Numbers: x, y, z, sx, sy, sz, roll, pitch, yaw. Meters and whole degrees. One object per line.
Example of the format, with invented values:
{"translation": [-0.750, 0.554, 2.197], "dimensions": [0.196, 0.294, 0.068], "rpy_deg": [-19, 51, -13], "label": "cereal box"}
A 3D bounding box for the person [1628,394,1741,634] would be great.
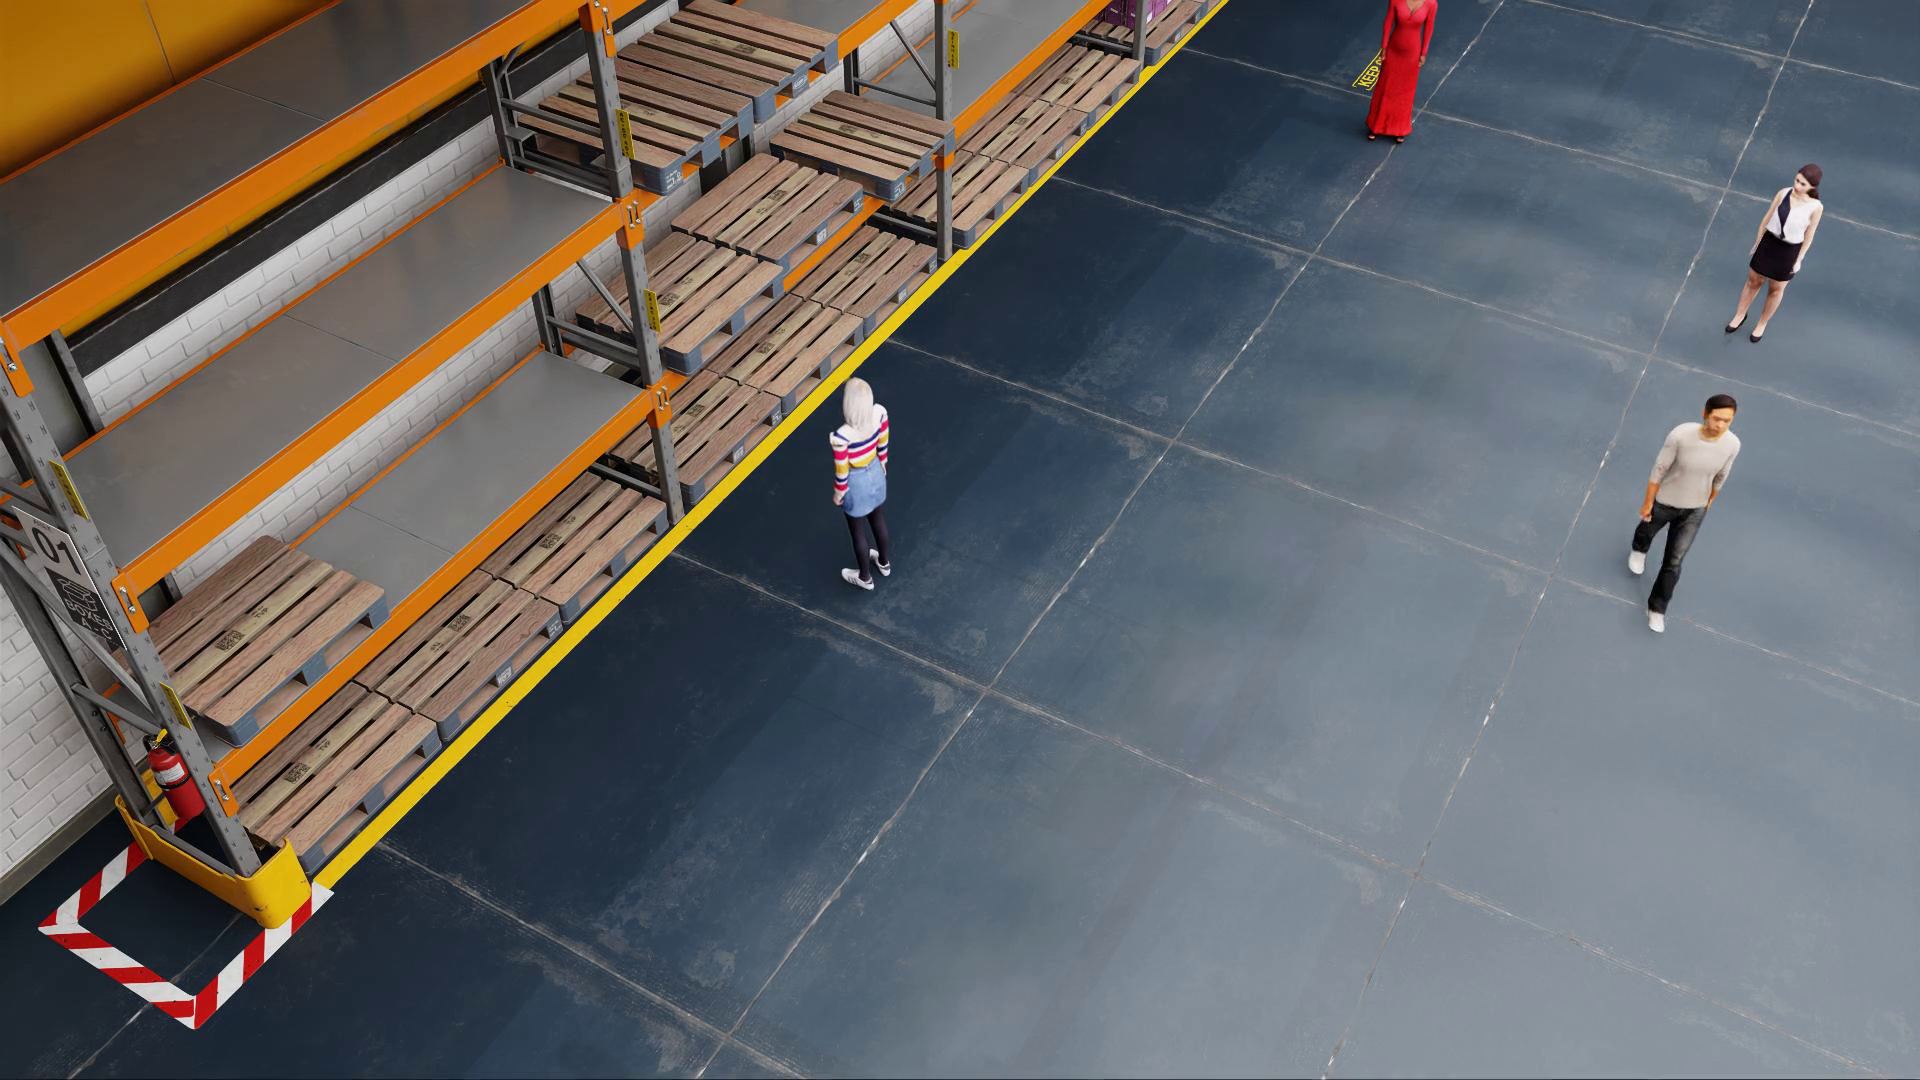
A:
{"translation": [4.888, -0.328, 11.374], "dimensions": [0.845, 1.764, 1.209], "rpy_deg": [11, 45, 11], "label": "person"}

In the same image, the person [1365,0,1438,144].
{"translation": [4.241, -4.651, 15.897], "dimensions": [0.679, 1.784, 0.668], "rpy_deg": [10, 45, 11], "label": "person"}

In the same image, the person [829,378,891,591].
{"translation": [-0.662, -0.390, 11.407], "dimensions": [0.565, 1.808, 0.766], "rpy_deg": [-34, 53, -31], "label": "person"}

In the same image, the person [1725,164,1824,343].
{"translation": [6.685, -2.341, 13.571], "dimensions": [0.605, 1.648, 0.580], "rpy_deg": [33, 52, 30], "label": "person"}
